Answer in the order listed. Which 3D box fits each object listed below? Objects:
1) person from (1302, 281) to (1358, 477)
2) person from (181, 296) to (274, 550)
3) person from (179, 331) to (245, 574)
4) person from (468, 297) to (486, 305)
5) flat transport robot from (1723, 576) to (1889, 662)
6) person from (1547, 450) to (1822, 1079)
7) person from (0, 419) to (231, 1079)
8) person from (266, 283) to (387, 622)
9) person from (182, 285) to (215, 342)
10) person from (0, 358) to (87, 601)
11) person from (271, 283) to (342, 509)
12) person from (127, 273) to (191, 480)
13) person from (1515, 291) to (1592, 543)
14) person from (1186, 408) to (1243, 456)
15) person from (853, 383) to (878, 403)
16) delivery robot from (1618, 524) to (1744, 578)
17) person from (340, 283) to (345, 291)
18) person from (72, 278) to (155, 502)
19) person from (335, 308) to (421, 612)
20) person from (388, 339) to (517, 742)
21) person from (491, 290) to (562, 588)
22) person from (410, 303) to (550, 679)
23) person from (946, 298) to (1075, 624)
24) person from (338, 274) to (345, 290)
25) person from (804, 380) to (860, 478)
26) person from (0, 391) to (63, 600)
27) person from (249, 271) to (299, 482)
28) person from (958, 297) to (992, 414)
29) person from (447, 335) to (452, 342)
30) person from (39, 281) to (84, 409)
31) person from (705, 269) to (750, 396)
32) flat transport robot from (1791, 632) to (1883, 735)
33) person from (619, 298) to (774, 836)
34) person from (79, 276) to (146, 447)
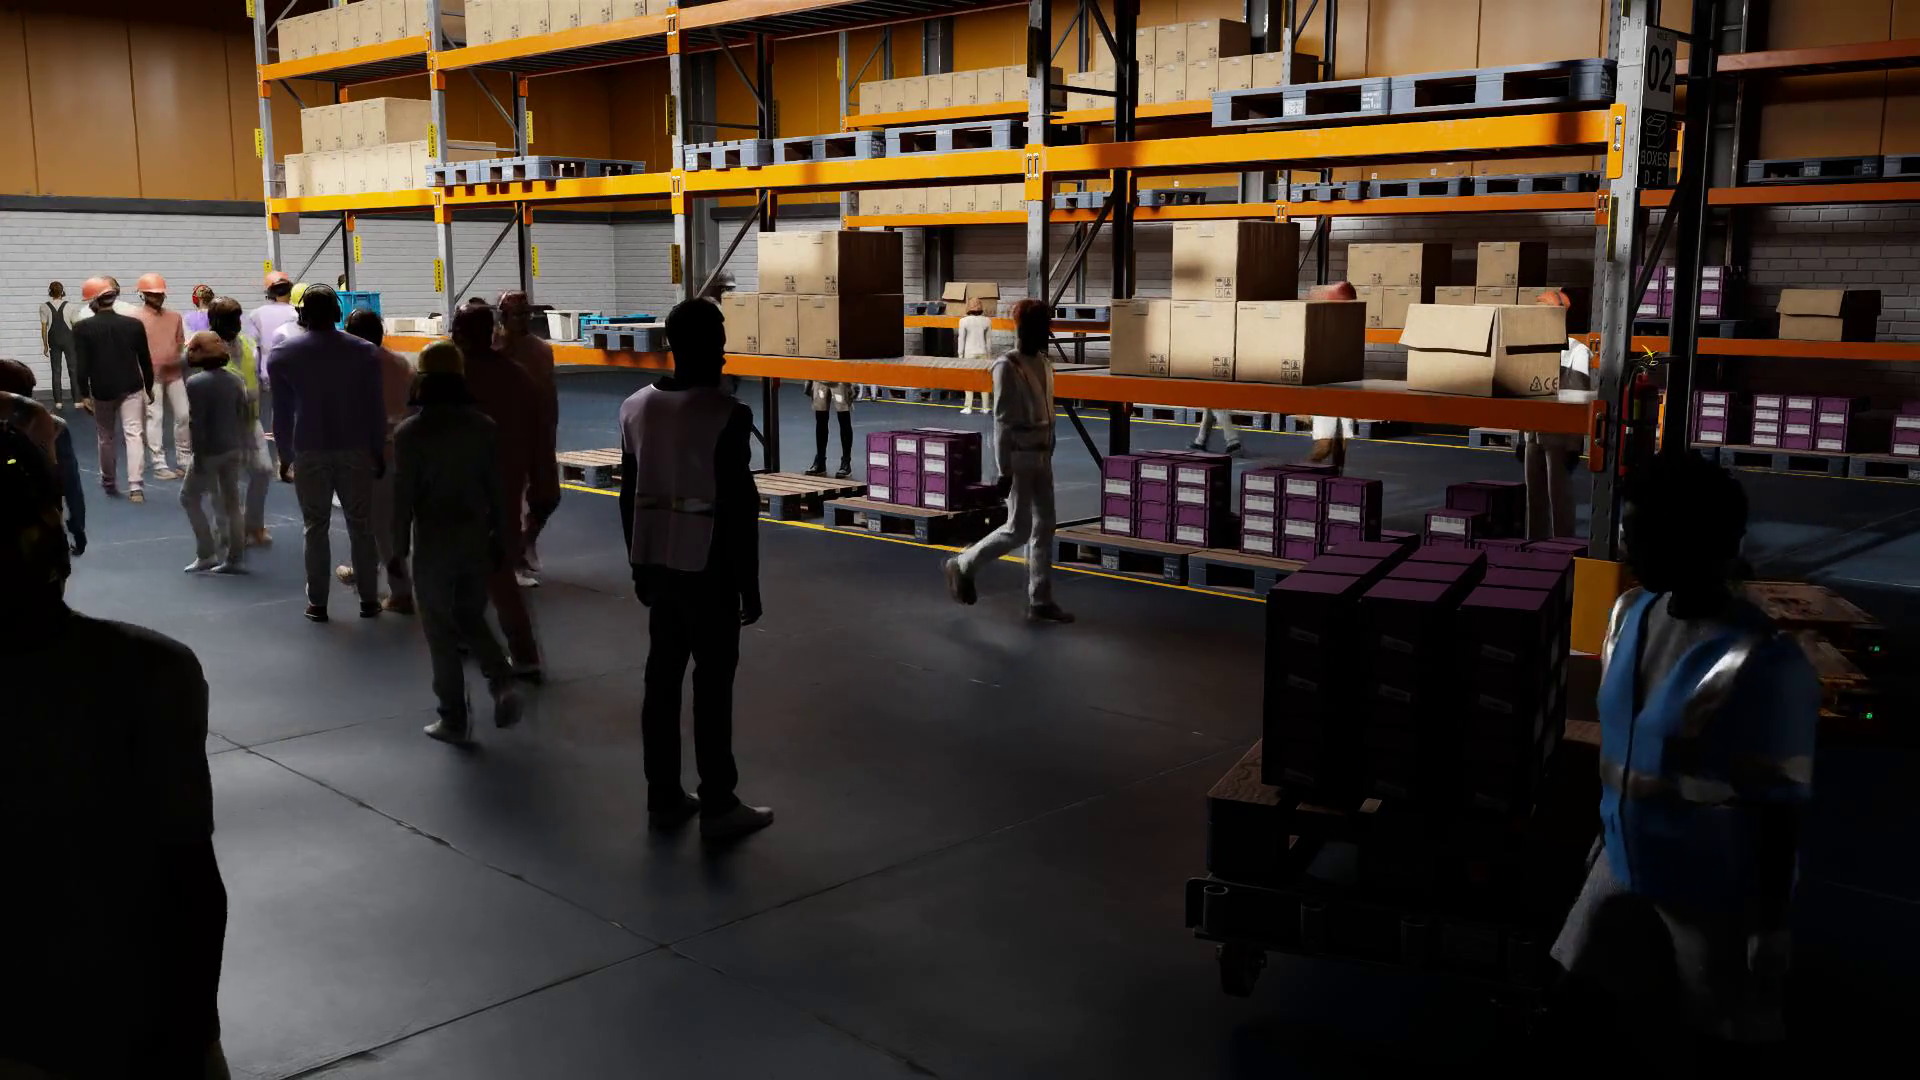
[{"bbox_3d":[3.020,-1.143,13.583,0.570,1.924,0.504,-5,10,-26],"label":"person"},{"bbox_3d":[-5.213,-0.820,11.908,0.494,1.825,0.625,5,11,30],"label":"person"},{"bbox_3d":[-4.971,-0.570,10.998,0.507,1.609,0.514,3,10,17],"label":"person"},{"bbox_3d":[-6.209,-2.262,21.256,0.848,1.655,0.538,-1,9,-5],"label":"person"},{"bbox_3d":[4.496,0.412,9.096,0.652,0.197,1.431,2,9,12],"label":"flat transport robot"},{"bbox_3d":[1.400,0.662,3.238,0.376,1.672,0.568,-3,10,-16],"label":"person"},{"bbox_3d":[-1.187,0.734,2.388,0.745,1.831,0.529,2,10,13],"label":"person"},{"bbox_3d":[-3.620,-0.497,9.571,0.632,1.940,0.372,-4,10,-23],"label":"person"},{"bbox_3d":[-8.347,-1.907,18.498,0.390,1.846,0.565,6,11,33],"label":"person"},{"bbox_3d":[-4.350,-0.029,7.692,0.553,1.614,0.611,-4,10,-21],"label":"person"},{"bbox_3d":[-5.386,-1.183,13.880,0.607,1.899,0.580,-6,11,-34],"label":"person"},{"bbox_3d":[-7.704,-1.572,16.030,0.437,1.984,0.660,5,11,30],"label":"person"},{"bbox_3d":[3.743,-0.632,10.567,0.337,1.882,0.585,-3,10,-18],"label":"person"},{"bbox_3d":[2.794,-1.798,18.055,0.600,1.783,0.932,-7,12,-38],"label":"person"},{"bbox_3d":[-1.459,-2.964,25.225,0.525,1.769,0.311,-4,10,-25],"label":"person"},{"bbox_3d":[4.430,0.035,10.254,0.477,0.478,0.707,-6,11,-31],"label":"delivery robot"},{"bbox_3d":[-9.061,-2.923,24.764,0.589,1.834,0.403,2,9,12],"label":"person"},{"bbox_3d":[-7.410,-1.319,14.607,0.641,1.928,1.056,-6,11,-32],"label":"person"},{"bbox_3d":[-3.540,-0.485,9.979,0.978,1.786,0.623,7,11,35],"label":"person"},{"bbox_3d":[-2.160,0.017,7.075,0.414,1.726,0.489,8,12,39],"label":"person"},{"bbox_3d":[-2.835,-0.645,10.636,0.650,1.891,0.458,-9,13,-44],"label":"person"},{"bbox_3d":[-2.448,-0.253,8.361,1.035,1.849,0.661,6,11,32],"label":"person"},{"bbox_3d":[0.312,-0.449,9.524,0.680,1.865,0.578,6,11,31],"label":"person"},{"bbox_3d":[-10.065,-3.403,27.404,0.368,1.936,0.629,5,11,29],"label":"person"},{"bbox_3d":[-1.242,-1.576,16.117,0.601,1.961,0.372,4,10,23],"label":"person"},{"bbox_3d":[-3.717,0.068,6.251,0.593,1.893,0.866,-7,11,-36],"label":"person"},{"bbox_3d":[-6.422,-1.574,16.003,0.642,1.989,0.847,1,9,6],"label":"person"},{"bbox_3d":[0.210,-2.577,23.292,0.502,1.626,0.286,-4,10,-22],"label":"person"},{"bbox_3d":[-3.129,-0.506,10.592,0.502,1.620,0.527,7,12,37],"label":"person"},{"bbox_3d":[-13.002,-2.816,24.085,0.505,1.844,0.346,-3,10,-20],"label":"person"},{"bbox_3d":[-2.529,-1.983,18.371,0.682,2.000,0.705,6,11,33],"label":"person"},{"bbox_3d":[3.797,0.621,7.819,0.652,0.197,1.431,2,10,15],"label":"flat transport robot"},{"bbox_3d":[-0.967,0.102,5.963,0.591,1.918,0.383,6,11,34],"label":"person"},{"bbox_3d":[-9.509,-1.985,18.693,0.629,1.940,0.379,-3,10,-18],"label":"person"}]
